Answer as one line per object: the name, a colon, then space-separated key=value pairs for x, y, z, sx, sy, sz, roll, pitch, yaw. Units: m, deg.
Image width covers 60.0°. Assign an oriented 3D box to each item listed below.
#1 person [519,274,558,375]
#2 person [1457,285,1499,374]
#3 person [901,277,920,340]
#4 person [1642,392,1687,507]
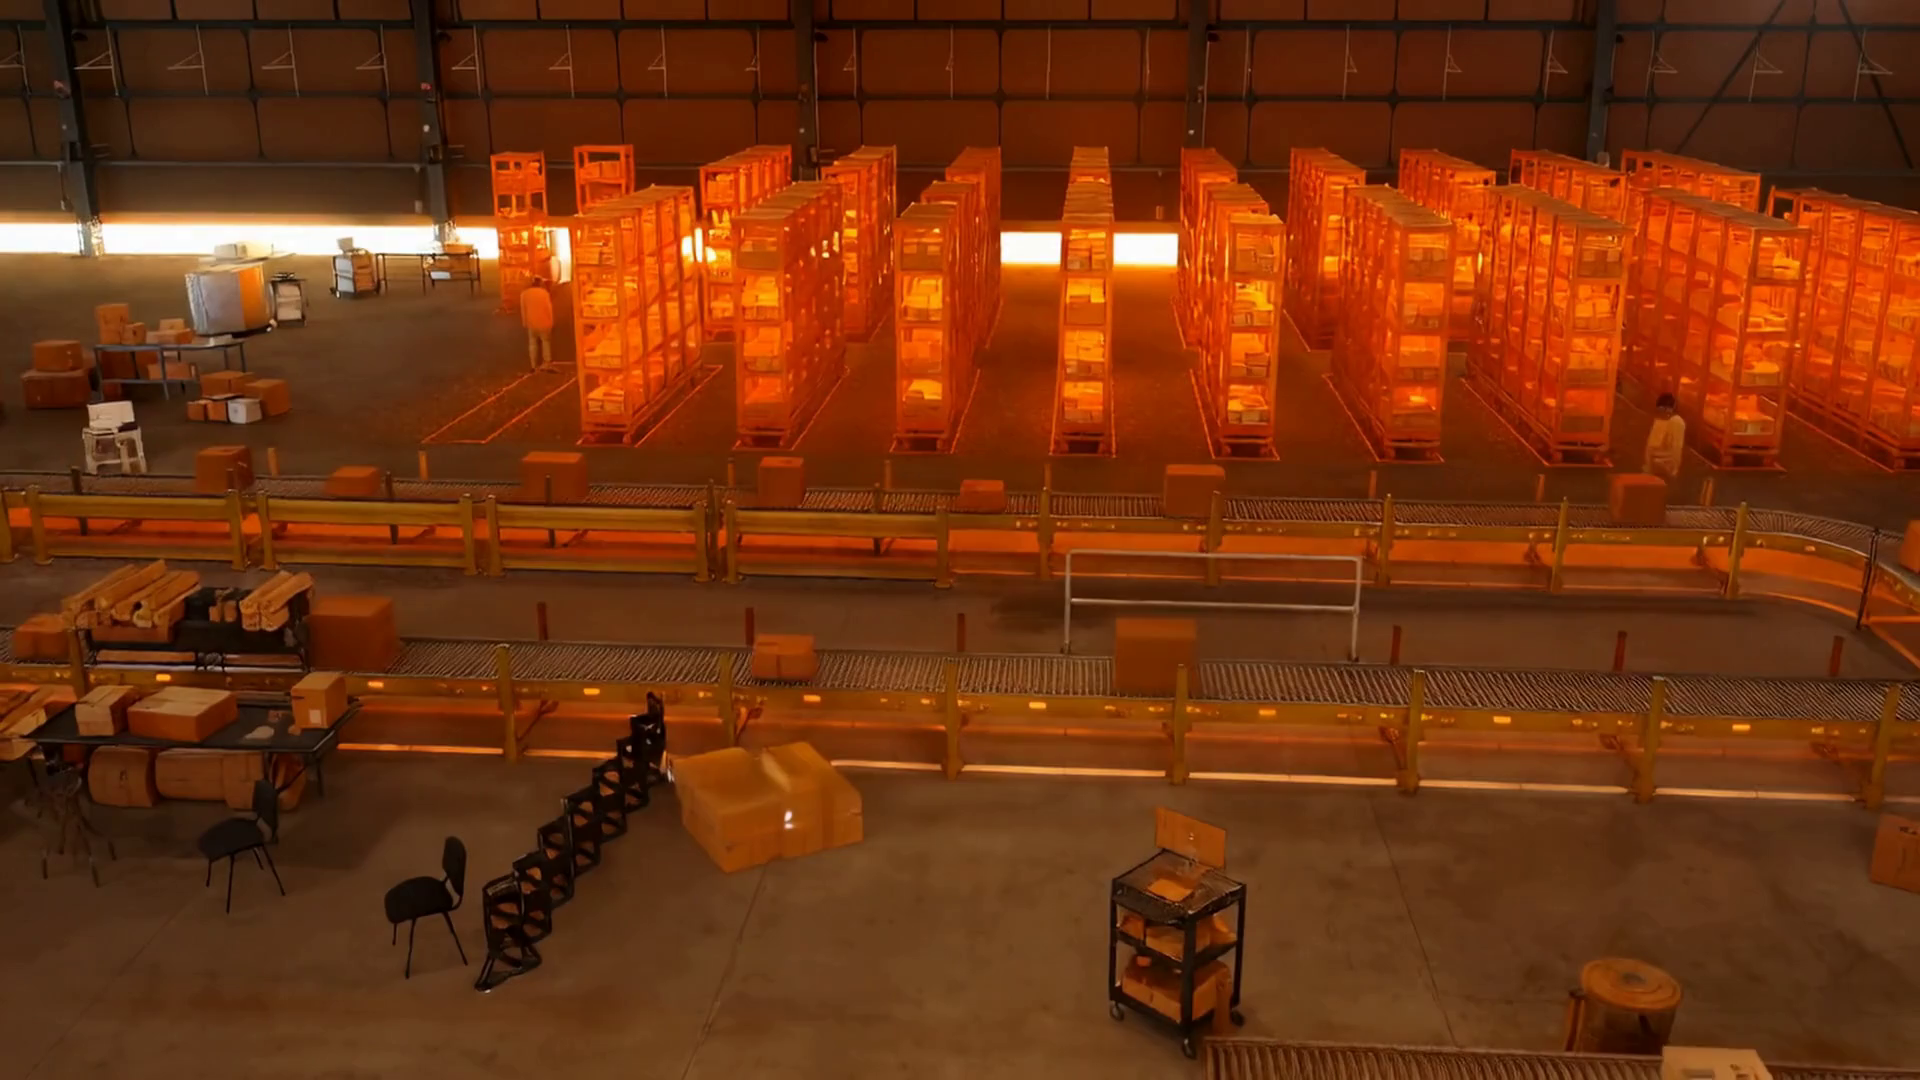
person: x=-7.919 y=-4.060 z=31.324 sx=0.643 sy=1.909 sz=0.410 roll=3 pitch=18 yaw=8
person: x=9.868 y=-3.972 z=31.219 sx=0.950 sy=1.806 sz=0.587 roll=4 pitch=18 yaw=14
person: x=-0.856 y=-4.880 z=33.836 sx=0.901 sy=1.952 sz=0.627 roll=17 pitch=24 yaw=42
person: x=9.244 y=-1.053 z=21.924 sx=0.426 sy=1.819 sz=0.627 roll=-4 pitch=18 yaw=-11
